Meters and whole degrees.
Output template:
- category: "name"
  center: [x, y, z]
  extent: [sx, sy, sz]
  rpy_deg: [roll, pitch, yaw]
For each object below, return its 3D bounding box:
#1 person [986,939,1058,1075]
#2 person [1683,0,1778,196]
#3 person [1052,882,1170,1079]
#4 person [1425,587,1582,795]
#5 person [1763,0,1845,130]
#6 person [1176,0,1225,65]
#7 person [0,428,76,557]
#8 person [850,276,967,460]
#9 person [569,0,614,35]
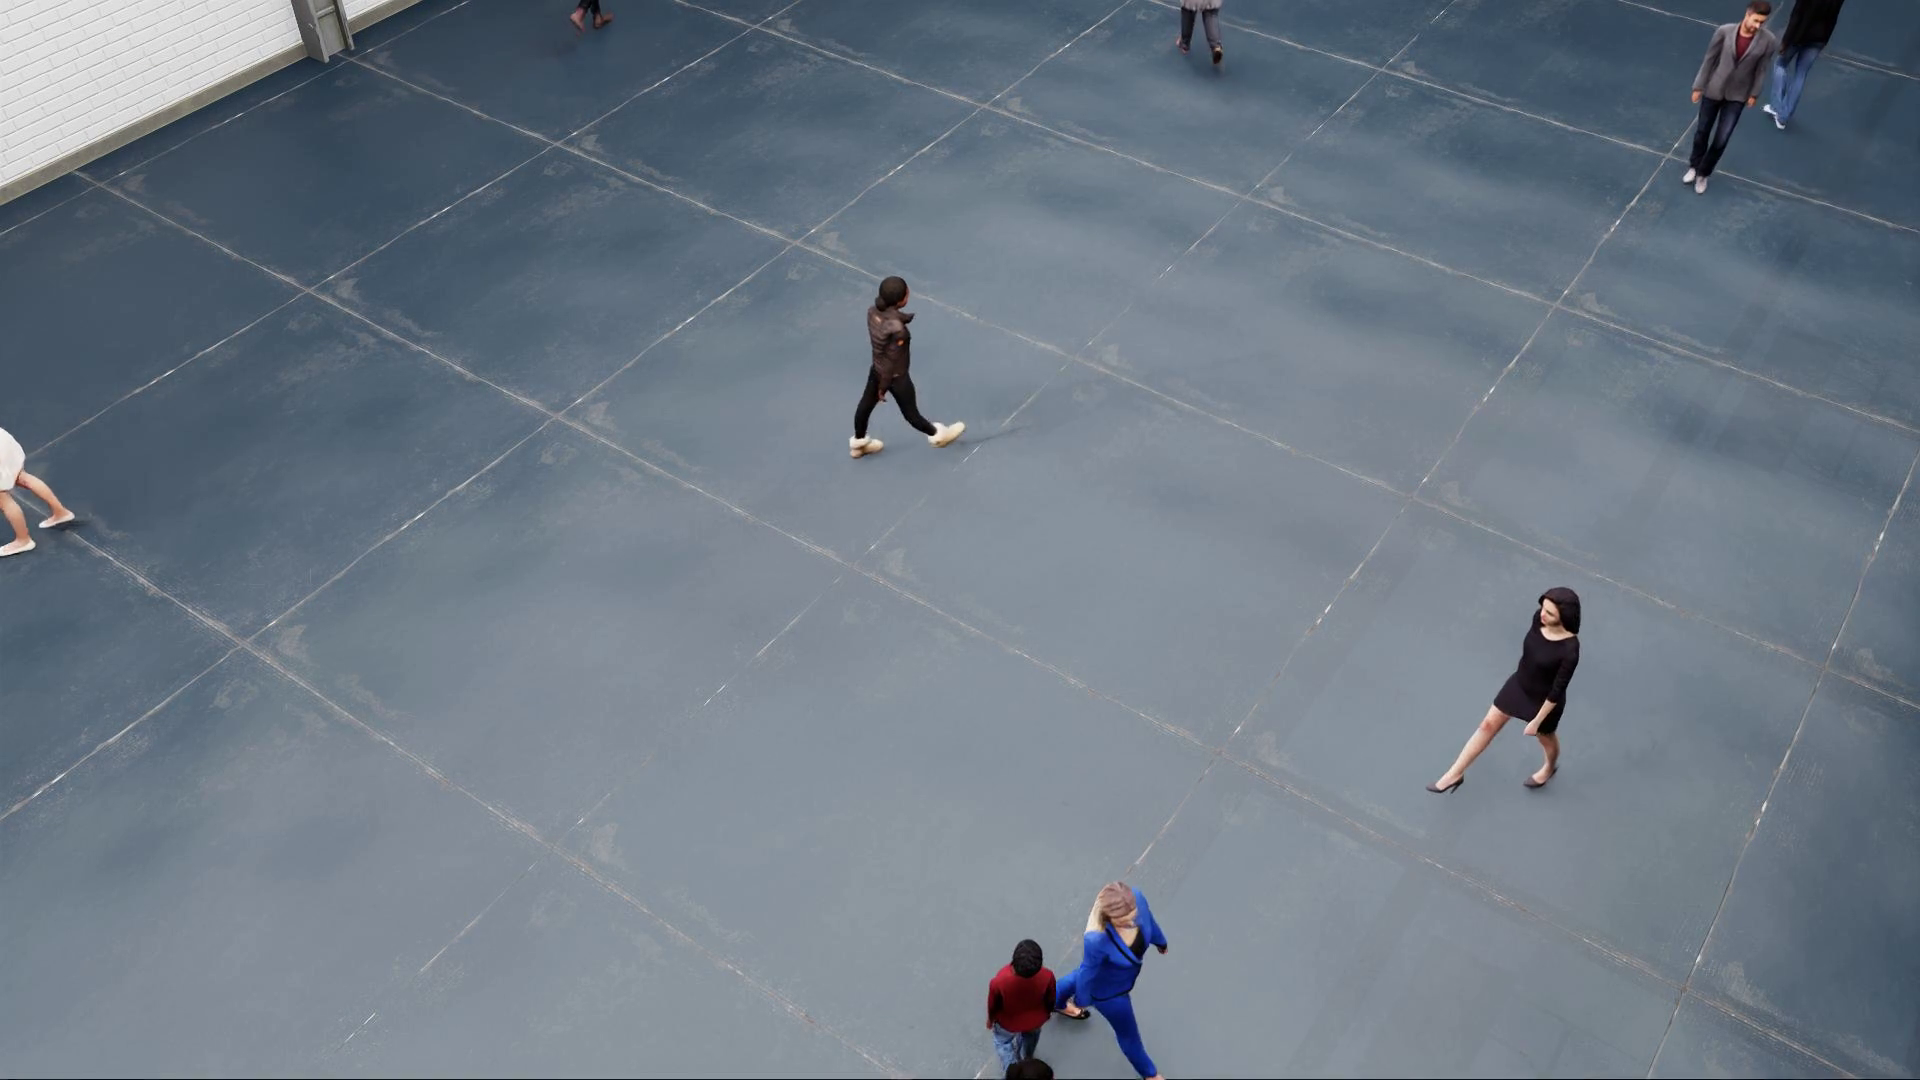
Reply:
- category: "person"
  center: [0.325, 2.498, 8.634]
  extent: [0.721, 1.246, 0.775]
  rpy_deg: [-9, 44, -9]
- category: "person"
  center: [6.973, -4.089, 15.111]
  extent: [0.742, 1.849, 0.712]
  rpy_deg: [23, 48, 22]
- category: "person"
  center: [0.687, 2.213, 8.639]
  extent: [0.856, 1.651, 1.070]
  rpy_deg: [18, 47, 18]
- category: "person"
  center: [3.501, 0.948, 9.892]
  extent: [1.175, 1.755, 1.060]
  rpy_deg: [-11, 45, -11]
- category: "person"
  center: [8.091, -4.736, 15.875]
  extent: [0.749, 1.731, 0.783]
  rpy_deg: [5, 44, 5]
- category: "person"
  center: [2.507, -5.635, 16.924]
  extent: [0.989, 1.587, 1.025]
  rpy_deg: [-10, 45, -11]
- category: "person"
  center: [-6.713, -0.649, 11.601]
  extent: [0.874, 1.709, 0.784]
  rpy_deg: [-14, 45, -14]
- category: "person"
  center: [-0.399, -1.289, 12.331]
  extent: [1.168, 1.630, 0.912]
  rpy_deg: [28, 50, 27]
- category: "person"
  center: [-3.947, -6.114, 17.257]
  extent: [0.724, 1.821, 0.944]
  rpy_deg: [23, 48, 22]
